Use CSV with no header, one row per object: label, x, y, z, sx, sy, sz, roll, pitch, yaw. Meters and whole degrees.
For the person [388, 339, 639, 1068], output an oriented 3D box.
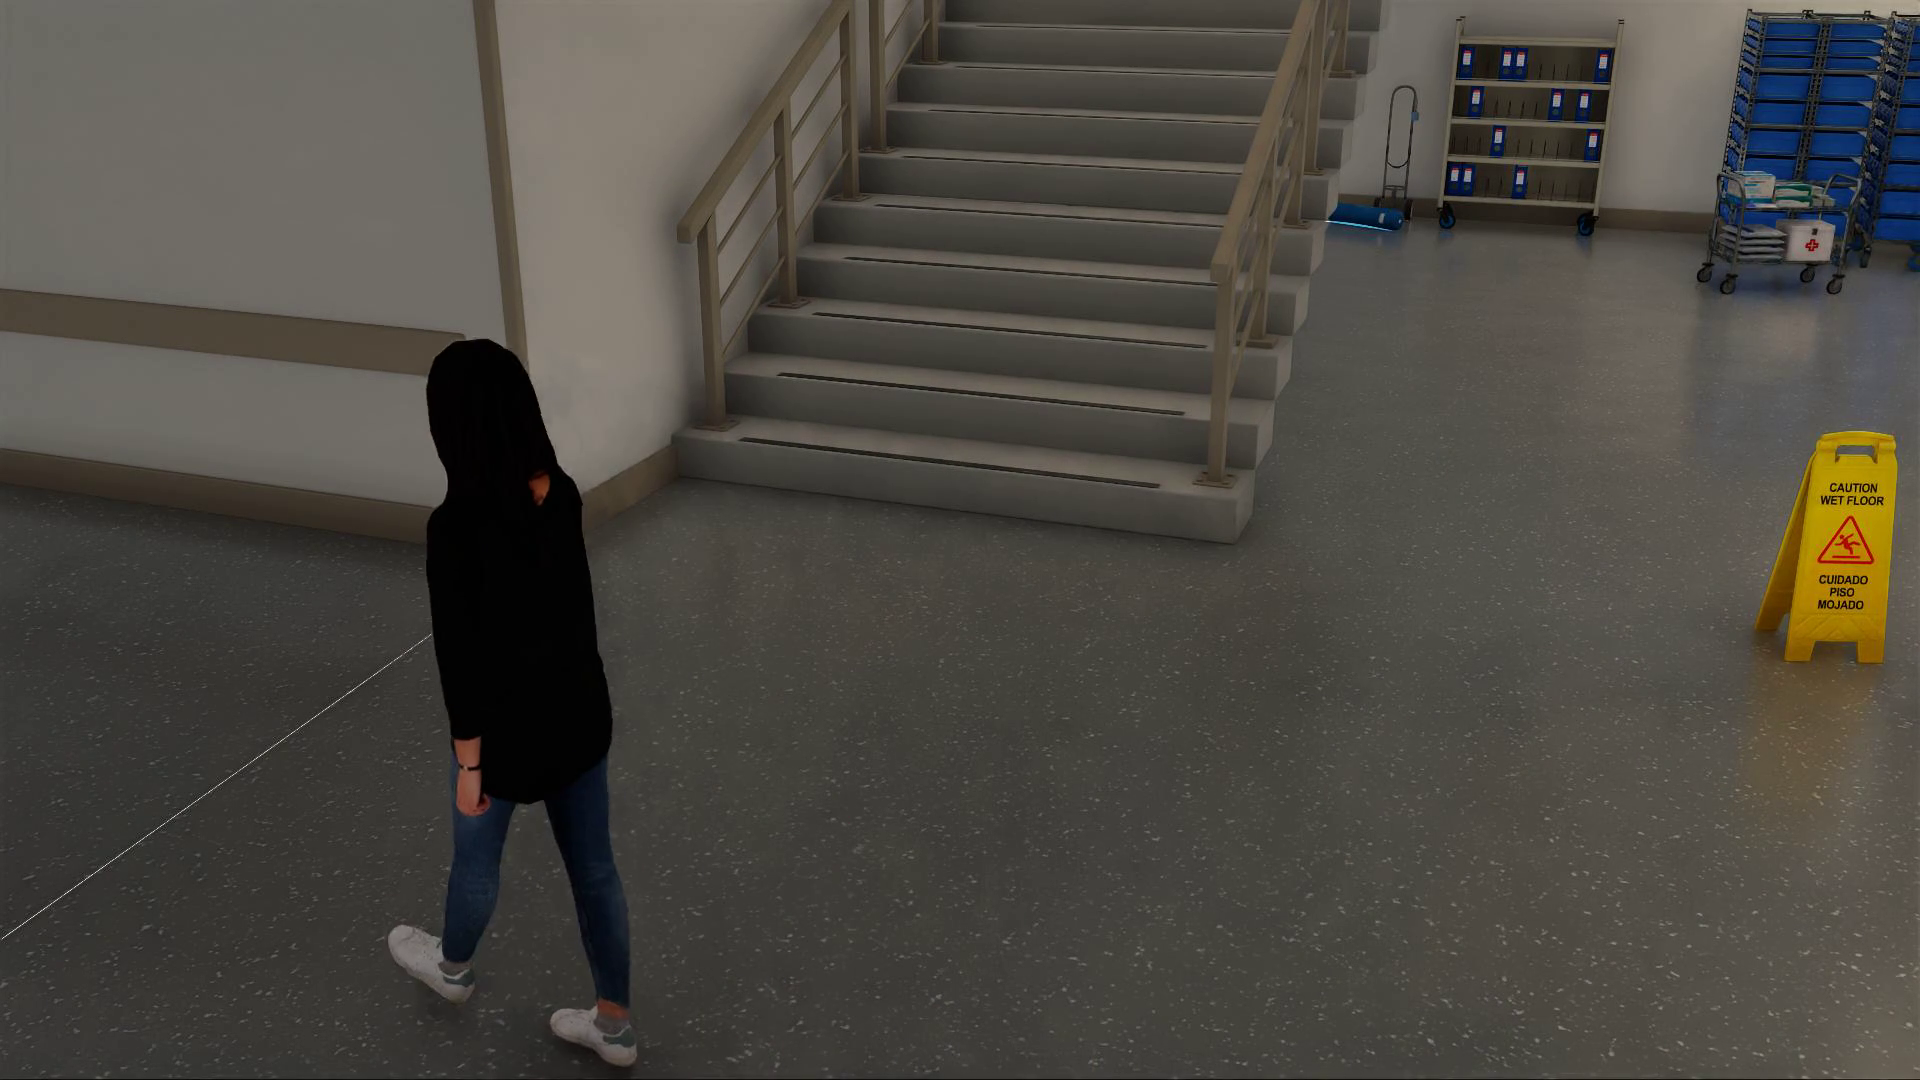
person,-0.858,0.403,3.518,0.833,1.621,0.955,15,25,34
